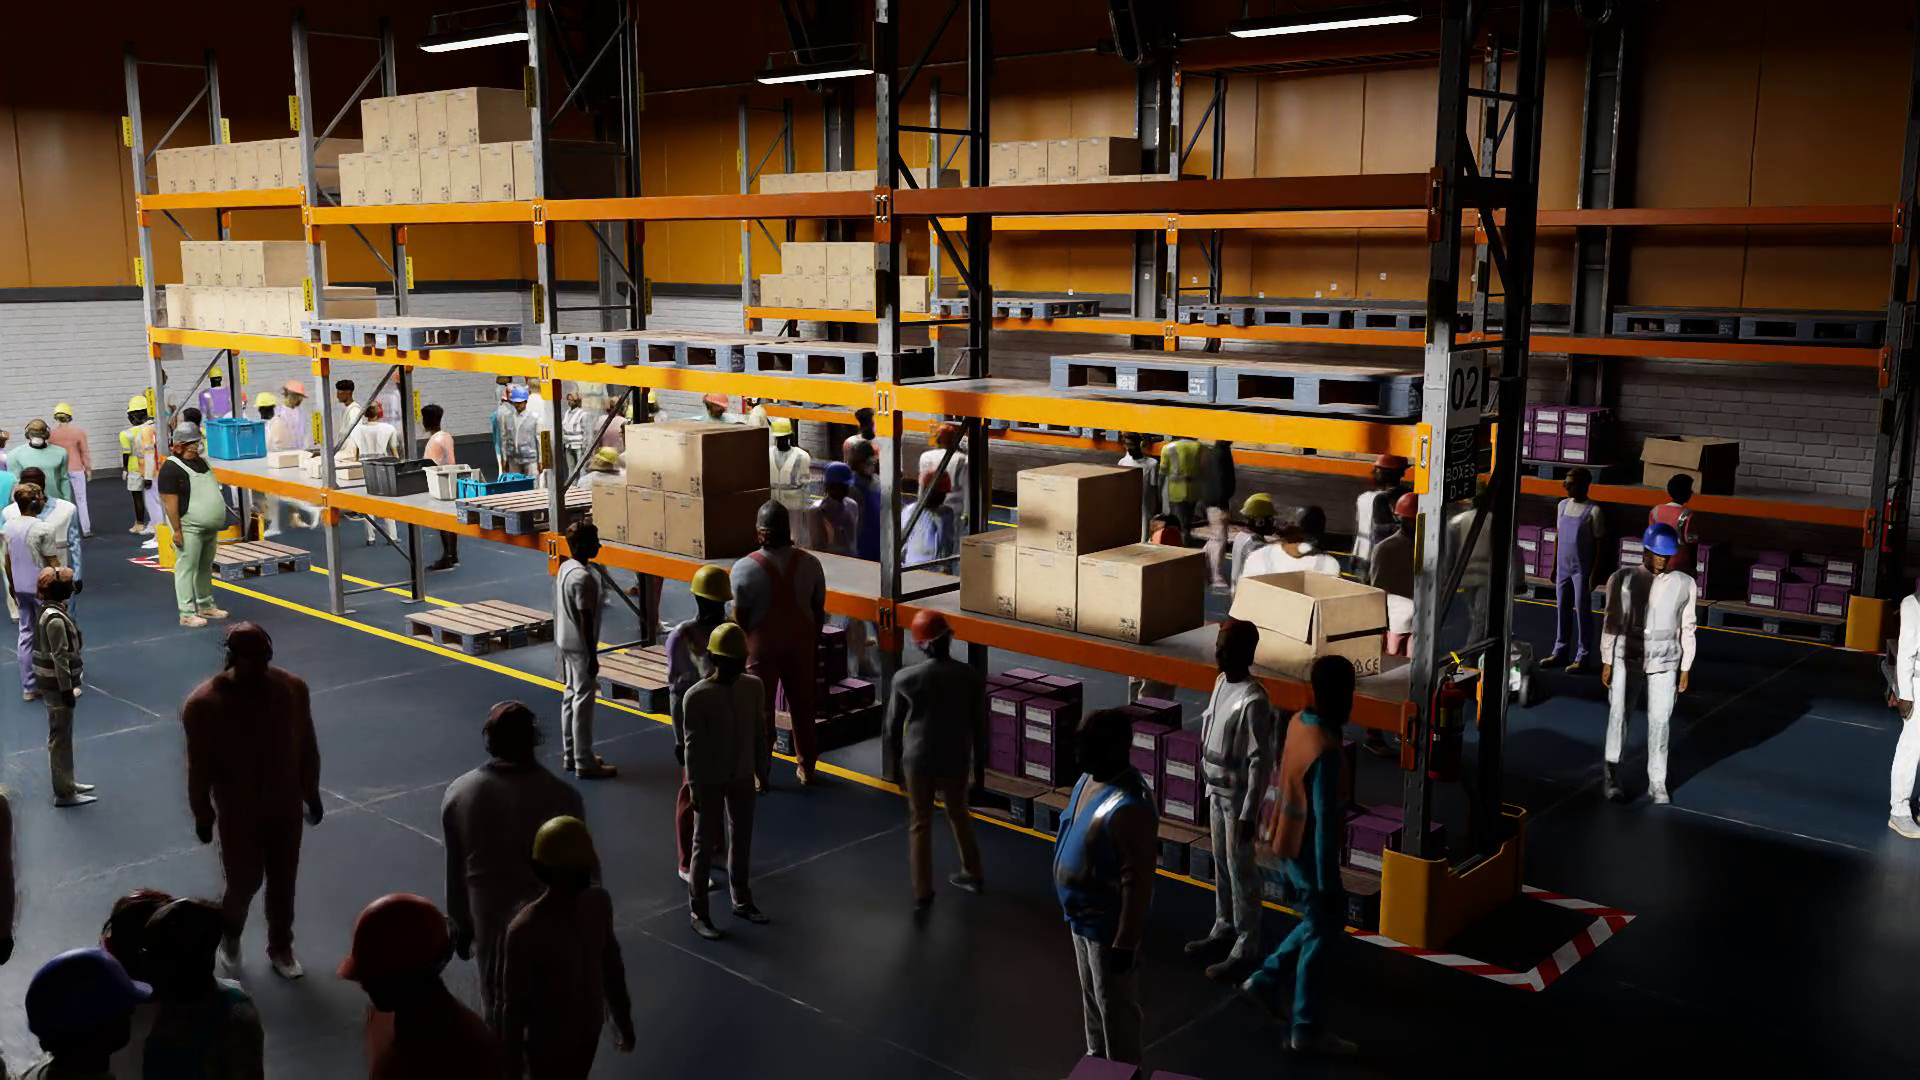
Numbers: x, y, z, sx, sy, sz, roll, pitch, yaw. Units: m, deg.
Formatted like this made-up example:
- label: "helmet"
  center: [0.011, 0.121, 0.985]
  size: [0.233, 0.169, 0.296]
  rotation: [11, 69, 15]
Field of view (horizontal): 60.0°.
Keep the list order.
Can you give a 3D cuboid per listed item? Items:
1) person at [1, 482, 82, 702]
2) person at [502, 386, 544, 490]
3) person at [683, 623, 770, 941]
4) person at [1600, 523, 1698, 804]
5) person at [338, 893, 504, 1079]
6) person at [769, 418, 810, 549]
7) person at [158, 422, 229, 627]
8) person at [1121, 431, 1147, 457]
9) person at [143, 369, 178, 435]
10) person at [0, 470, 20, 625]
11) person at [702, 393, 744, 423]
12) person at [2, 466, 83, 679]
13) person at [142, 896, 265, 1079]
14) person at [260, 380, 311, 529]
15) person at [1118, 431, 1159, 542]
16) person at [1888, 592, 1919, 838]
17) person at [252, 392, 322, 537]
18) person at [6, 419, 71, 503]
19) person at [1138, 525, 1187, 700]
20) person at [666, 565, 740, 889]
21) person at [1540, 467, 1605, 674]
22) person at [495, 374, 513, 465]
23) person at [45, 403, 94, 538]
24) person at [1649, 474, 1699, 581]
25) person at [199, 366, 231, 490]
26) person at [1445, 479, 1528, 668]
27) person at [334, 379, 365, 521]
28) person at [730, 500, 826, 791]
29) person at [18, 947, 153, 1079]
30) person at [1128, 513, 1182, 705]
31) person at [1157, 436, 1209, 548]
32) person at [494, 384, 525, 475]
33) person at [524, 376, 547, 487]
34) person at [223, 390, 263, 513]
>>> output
- label: "person"
  center: [-7.626, 0.440, 13.757]
  size: [0.506, 1.846, 0.345]
  rotation: [2, 10, 12]
- label: "person"
  center: [-5.787, -1.072, 22.051]
  size: [0.610, 1.939, 0.416]
  rotation: [2, 10, 13]
- label: "person"
  center: [-1.264, 1.307, 9.111]
  size: [0.523, 1.759, 0.350]
  rotation: [-9, 13, -41]
- label: "person"
  center: [4.667, 0.830, 11.293]
  size: [0.606, 1.939, 0.418]
  rotation: [2, 10, 12]
- label: "person"
  center: [-1.529, 1.957, 4.800]
  size: [0.635, 1.981, 0.432]
  rotation: [10, 14, 44]
- label: "person"
  center: [-1.921, -0.383, 18.209]
  size: [0.588, 1.919, 0.397]
  rotation: [3, 11, 18]
- label: "person"
  center: [-7.623, -0.169, 16.648]
  size: [0.539, 2.000, 0.689]
  rotation: [1, 10, 8]
- label: "person"
  center: [1.945, -0.441, 18.674]
  size: [0.317, 1.867, 0.553]
  rotation: [2, 10, 9]
- label: "person"
  center: [-12.707, -1.810, 26.489]
  size: [0.506, 1.842, 0.344]
  rotation: [0, 10, -3]
- label: "person"
  center: [-9.604, -0.047, 16.493]
  size: [0.566, 1.849, 0.387]
  rotation: [-6, 12, -32]
- label: "person"
  center: [-2.964, -0.963, 21.481]
  size: [0.776, 1.935, 0.367]
  rotation: [-3, 10, -15]
- label: "person"
  center: [-7.922, 0.297, 14.409]
  size: [0.591, 1.905, 0.414]
  rotation: [-3, 11, -18]
- label: "person"
  center: [-2.322, 1.971, 5.100]
  size: [0.508, 1.847, 0.345]
  rotation: [6, 11, 29]
- label: "person"
  center: [-9.029, -1.137, 22.294]
  size: [0.644, 1.998, 0.631]
  rotation: [4, 11, 20]
- label: "person"
  center: [1.876, -0.256, 17.680]
  size: [0.523, 1.856, 0.348]
  rotation: [8, 13, 37]
- label: "person"
  center: [6.261, 0.968, 10.665]
  size: [0.576, 1.882, 0.355]
  rotation: [-3, 10, -15]
- label: "person"
  center: [-8.812, -0.986, 21.696]
  size: [0.745, 1.896, 0.618]
  rotation: [-7, 12, -35]
- label: "person"
  center: [-9.888, -0.342, 17.931]
  size: [0.370, 1.934, 0.627]
  rotation: [9, 13, 42]
- label: "person"
  center: [1.502, 0.751, 12.255]
  size: [0.323, 1.752, 0.562]
  rotation: [8, 13, 39]
- label: "person"
  center: [-1.476, 1.088, 9.868]
  size: [0.382, 1.923, 0.593]
  rotation: [6, 12, 31]
- label: "person"
  center: [5.456, 0.263, 14.755]
  size: [0.326, 1.843, 0.515]
  rotation: [-5, 11, -26]
- label: "person"
  center: [-7.667, -2.051, 28.128]
  size: [0.295, 1.744, 0.491]
  rotation: [2, 10, 9]
- label: "person"
  center: [-11.513, -0.886, 21.476]
  size: [0.533, 1.767, 0.327]
  rotation: [-4, 11, -22]
- label: "person"
  center: [6.592, 0.228, 15.368]
  size: [0.317, 1.697, 0.540]
  rotation: [-5, 11, -26]
- label: "person"
  center: [-11.506, -1.734, 25.852]
  size: [0.588, 1.919, 0.401]
  rotation: [-10, 14, -44]
- label: "person"
  center: [4.576, 0.347, 14.546]
  size: [0.609, 1.760, 0.956]
  rotation: [9, 13, 41]
- label: "person"
  center: [-8.395, -1.250, 23.004]
  size: [0.379, 1.958, 0.608]
  rotation: [-6, 12, -30]
- label: "person"
  center: [-1.293, 0.724, 11.600]
  size: [0.674, 2.000, 0.535]
  rotation: [-4, 11, -22]
- label: "person"
  center: [-2.300, 2.031, 4.465]
  size: [0.605, 1.951, 0.383]
  rotation: [10, 14, 44]
- label: "person"
  center: [1.469, 0.704, 12.322]
  size: [0.429, 1.830, 0.634]
  rotation: [-9, 14, -42]
- label: "person"
  center: [2.495, -0.507, 18.957]
  size: [0.620, 1.911, 0.671]
  rotation: [-4, 11, -22]
- label: "person"
  center: [-6.096, -1.186, 22.809]
  size: [0.400, 1.902, 0.648]
  rotation: [2, 10, 12]
- label: "person"
  center: [-6.729, -1.747, 26.053]
  size: [0.355, 1.877, 0.574]
  rotation: [-9, 14, -42]
- label: "person"
  center: [-10.179, -1.255, 23.603]
  size: [0.572, 1.748, 0.335]
  rotation: [7, 12, 33]
